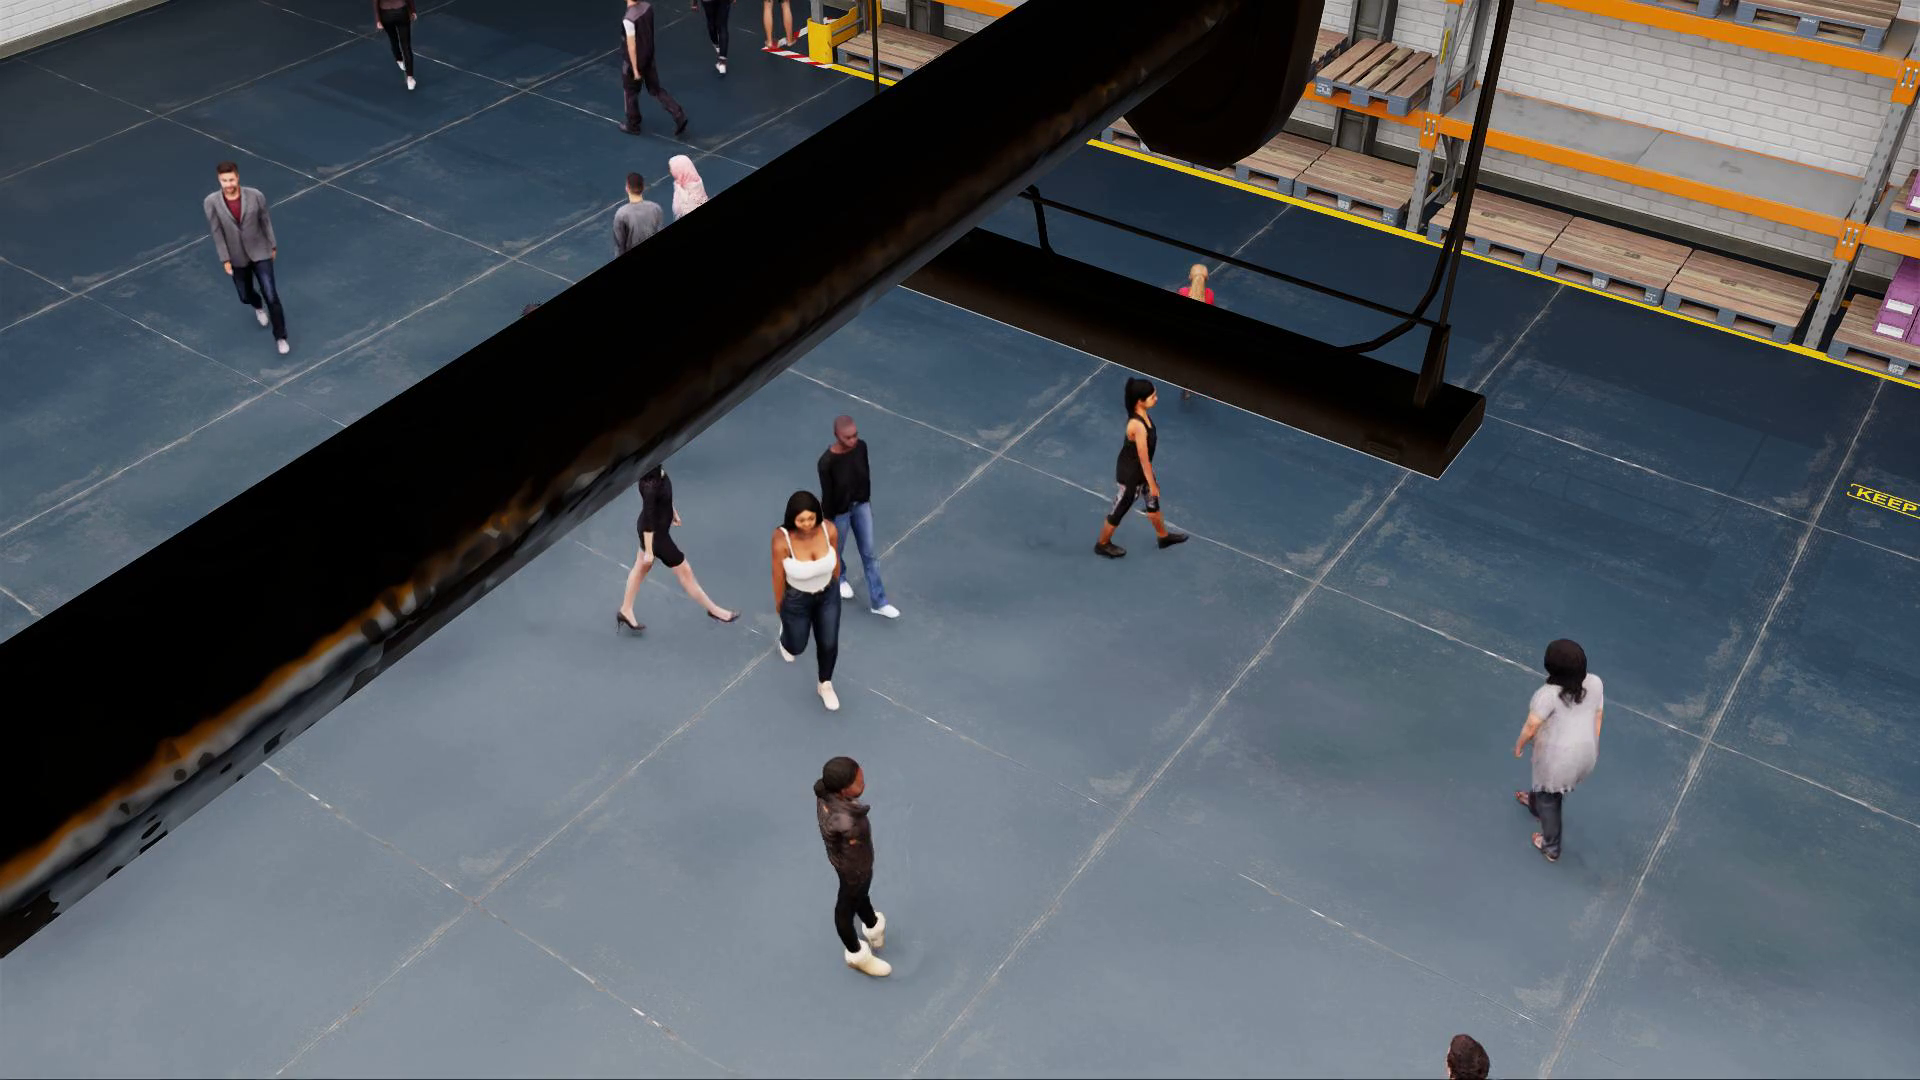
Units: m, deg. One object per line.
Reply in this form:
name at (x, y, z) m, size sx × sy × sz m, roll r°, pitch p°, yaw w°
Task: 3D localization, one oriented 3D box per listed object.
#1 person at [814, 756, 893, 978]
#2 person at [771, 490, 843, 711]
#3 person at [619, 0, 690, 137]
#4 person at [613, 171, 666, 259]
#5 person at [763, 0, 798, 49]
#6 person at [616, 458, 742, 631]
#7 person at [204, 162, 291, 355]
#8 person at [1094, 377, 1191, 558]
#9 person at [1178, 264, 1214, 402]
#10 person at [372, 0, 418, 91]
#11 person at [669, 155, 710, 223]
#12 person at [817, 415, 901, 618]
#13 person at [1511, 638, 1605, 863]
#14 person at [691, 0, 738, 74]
person at (-0.573, 1.920, 9.706) m, size 0.815 × 1.650 × 0.730 m, roll -7°, pitch 39°, yaw -9°
person at (-1.076, 0.352, 11.556) m, size 0.931 × 1.792 × 1.068 m, roll -15°, pitch 41°, yaw -18°
person at (-3.510, -5.391, 18.724) m, size 1.149 × 1.822 × 0.736 m, roll 18°, pitch 42°, yaw 21°
person at (-2.864, -2.479, 15.144) m, size 0.964 × 1.739 × 1.157 m, roll -17°, pitch 42°, yaw -20°
person at (-2.336, -7.097, 20.866) m, size 0.713 × 1.815 × 0.811 m, roll -1°, pitch 39°, yaw -2°
person at (-2.278, 0.002, 12.033) m, size 1.183 × 1.744 × 1.111 m, roll -6°, pitch 39°, yaw -7°
person at (-6.526, -2.638, 15.254) m, size 1.049 × 1.849 × 1.169 m, roll -12°, pitch 40°, yaw -15°
person at (1.252, -0.527, 12.781) m, size 1.074 × 1.637 × 0.897 m, roll 4°, pitch 39°, yaw 5°
person at (2.046, -1.832, 14.712) m, size 0.874 × 1.267 × 0.898 m, roll -4°, pitch 39°, yaw -5°
person at (-6.747, -6.211, 19.881) m, size 1.038 × 1.658 × 1.141 m, roll -10°, pitch 40°, yaw -12°
person at (-2.336, -2.704, 15.413) m, size 1.135 × 1.755 × 0.909 m, roll 8°, pitch 39°, yaw 10°
person at (-0.896, -0.250, 12.369) m, size 0.820 × 1.718 × 1.088 m, roll -26°, pitch 45°, yaw -29°
person at (3.835, 1.361, 10.473) m, size 0.849 × 1.568 × 0.940 m, roll -11°, pitch 40°, yaw -13°
person at (-2.963, -6.565, 20.251) m, size 1.227 × 1.751 × 1.252 m, roll -6°, pitch 39°, yaw -7°
